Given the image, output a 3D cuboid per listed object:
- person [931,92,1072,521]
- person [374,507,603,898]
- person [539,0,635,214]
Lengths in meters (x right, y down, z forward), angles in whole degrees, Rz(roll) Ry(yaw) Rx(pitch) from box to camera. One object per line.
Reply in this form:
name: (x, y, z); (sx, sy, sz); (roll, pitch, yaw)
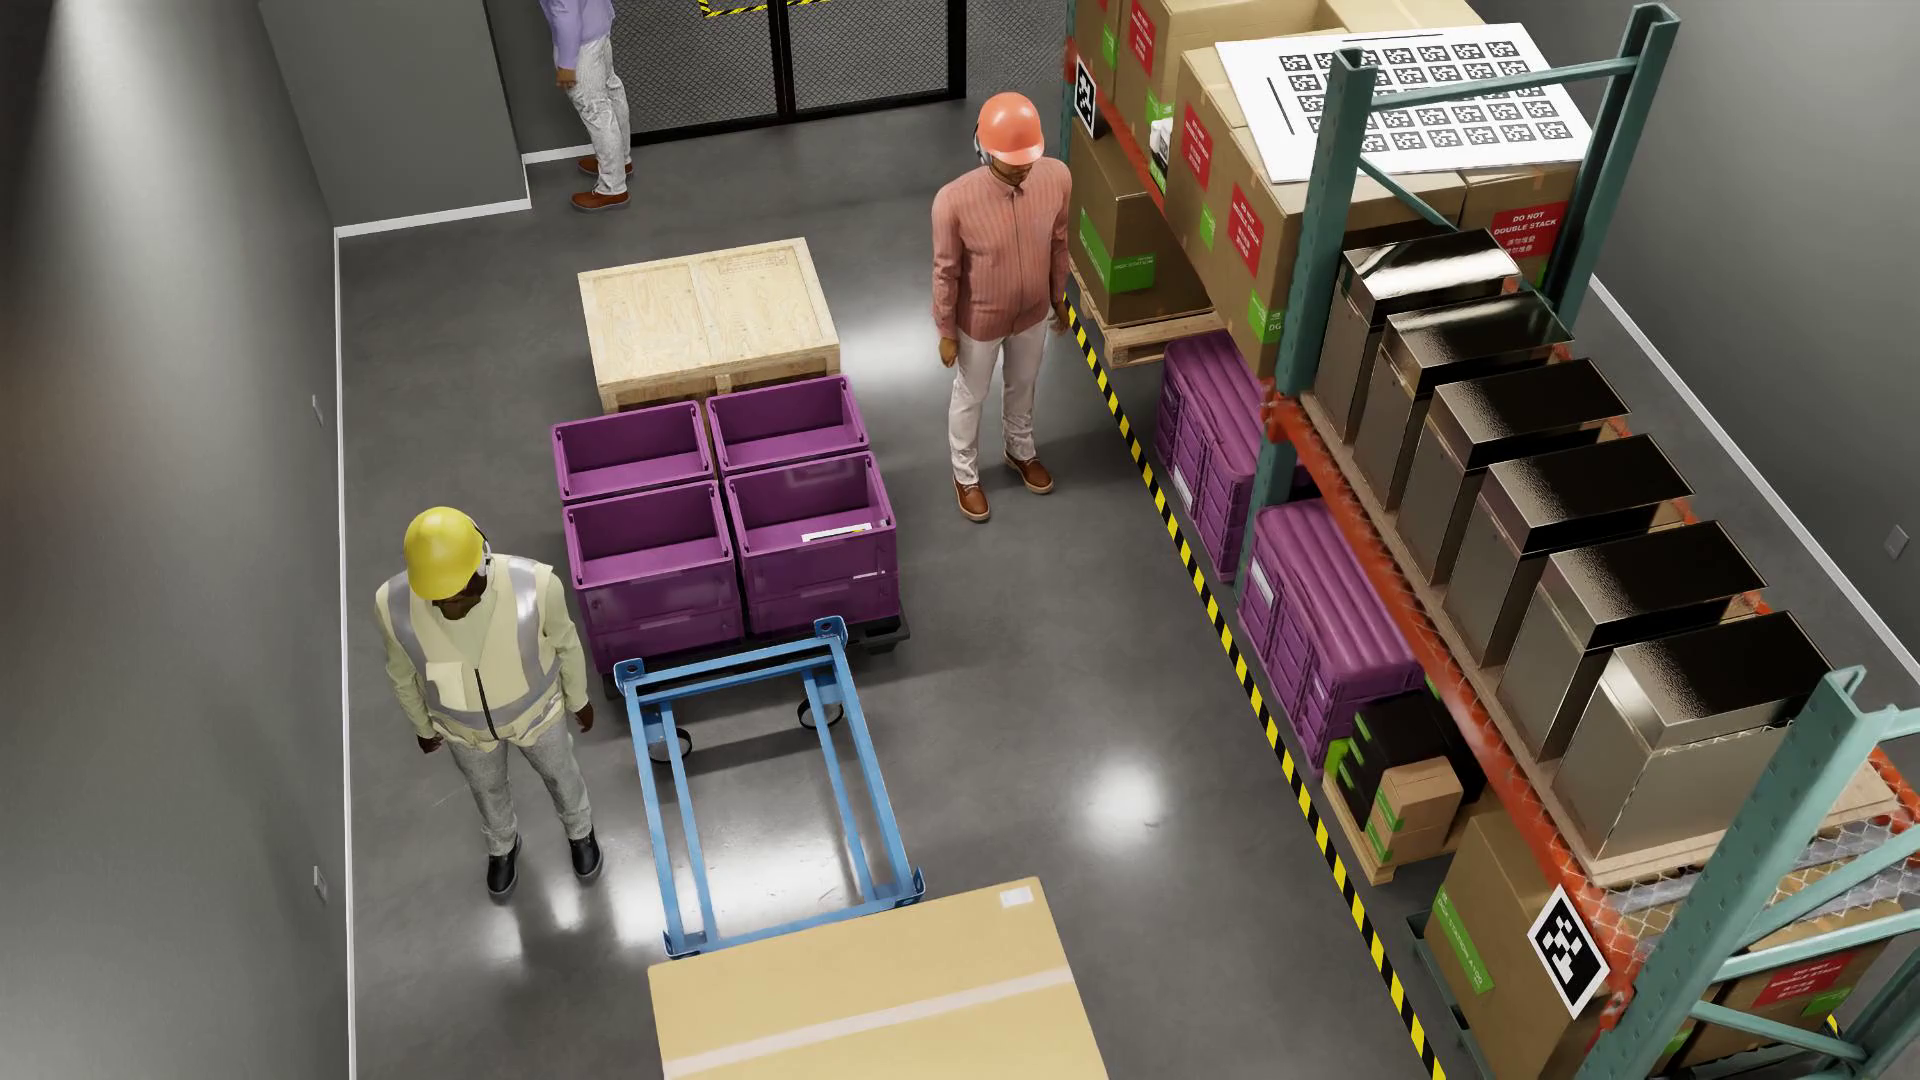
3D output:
person: (0.175, -0.923, 6.696); (0.618, 1.994, 0.380); (-22, 51, -19)
person: (-1.512, 0.549, 5.452); (0.603, 1.830, 0.404); (-9, 48, -8)
person: (-1.887, -2.504, 8.190); (0.375, 1.934, 0.627); (2, 47, 2)
